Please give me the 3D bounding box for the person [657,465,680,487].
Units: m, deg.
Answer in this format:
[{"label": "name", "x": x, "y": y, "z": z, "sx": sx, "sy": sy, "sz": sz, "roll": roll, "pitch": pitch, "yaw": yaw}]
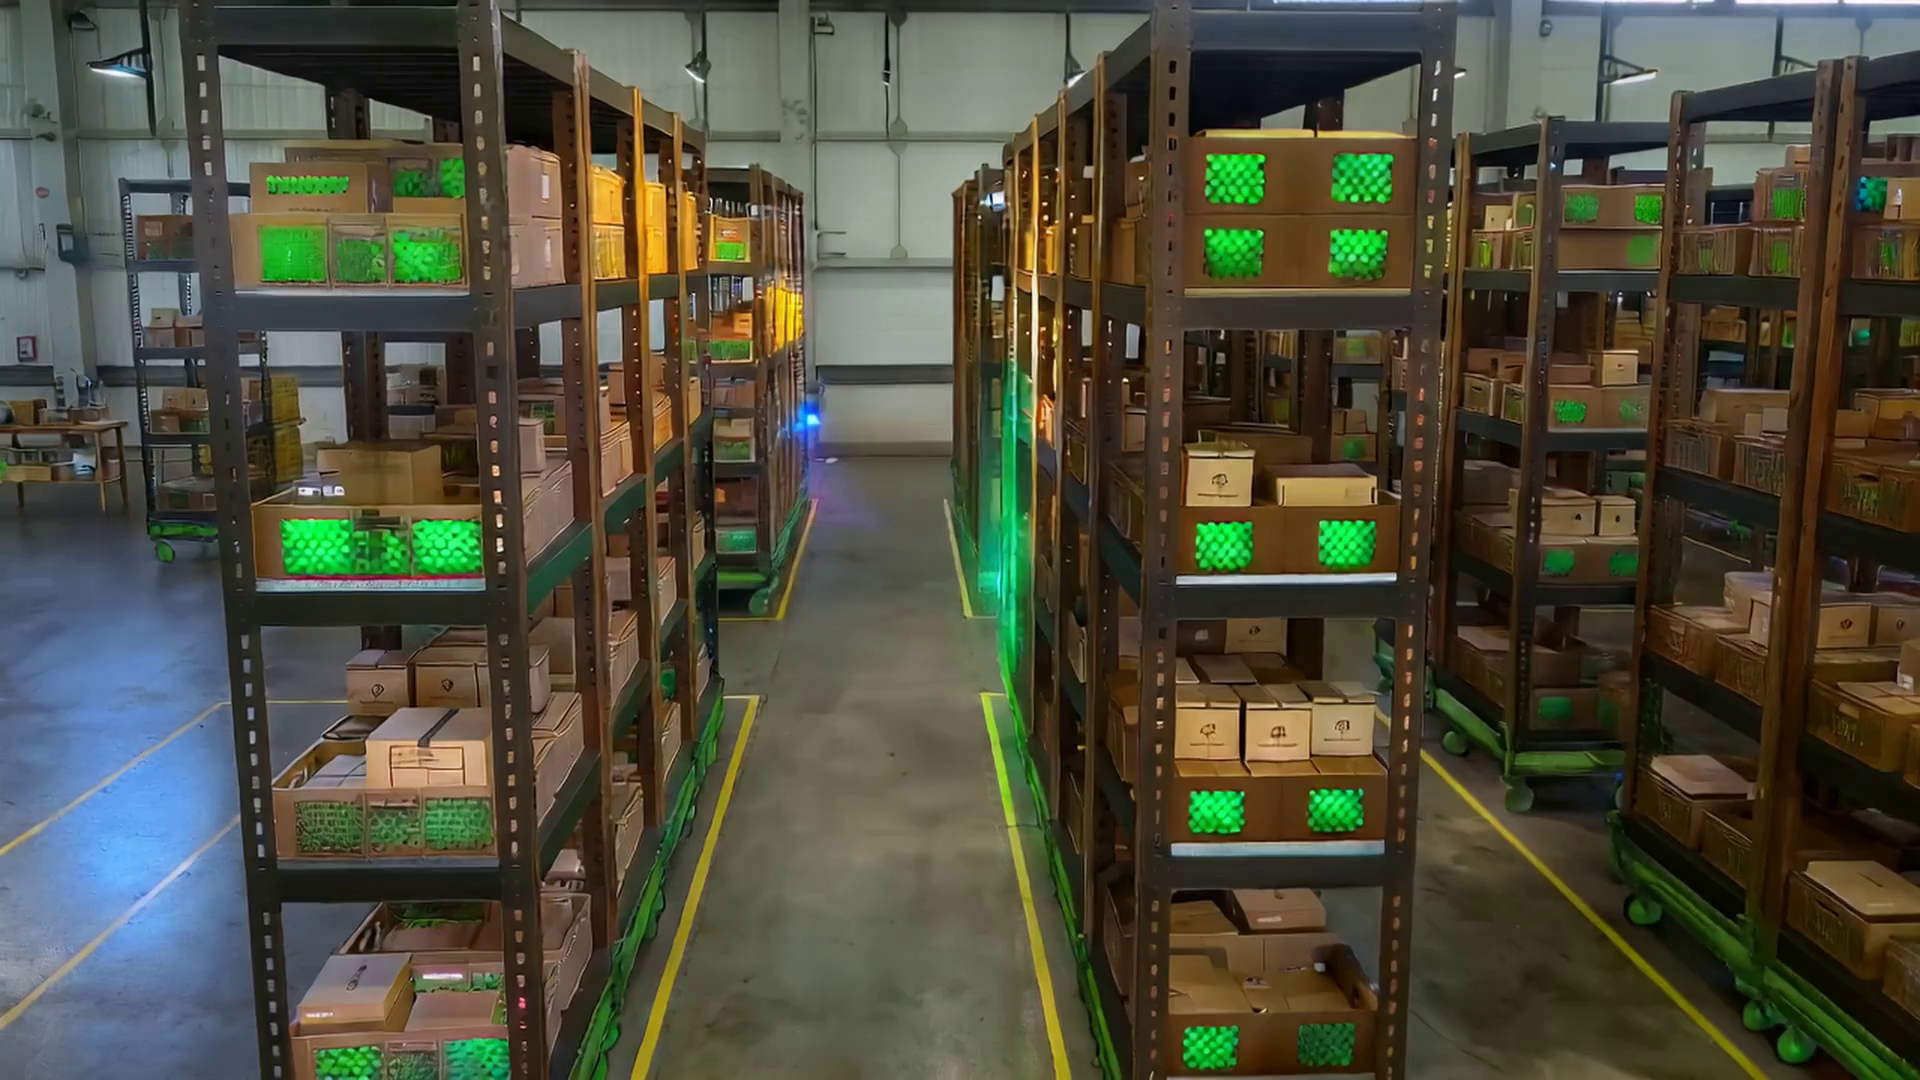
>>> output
[{"label": "person", "x": -2.439, "y": -0.170, "z": 12.882, "sx": 0.679, "sy": 1.786, "sz": 0.668, "roll": 4, "pitch": 11, "yaw": 23}]
